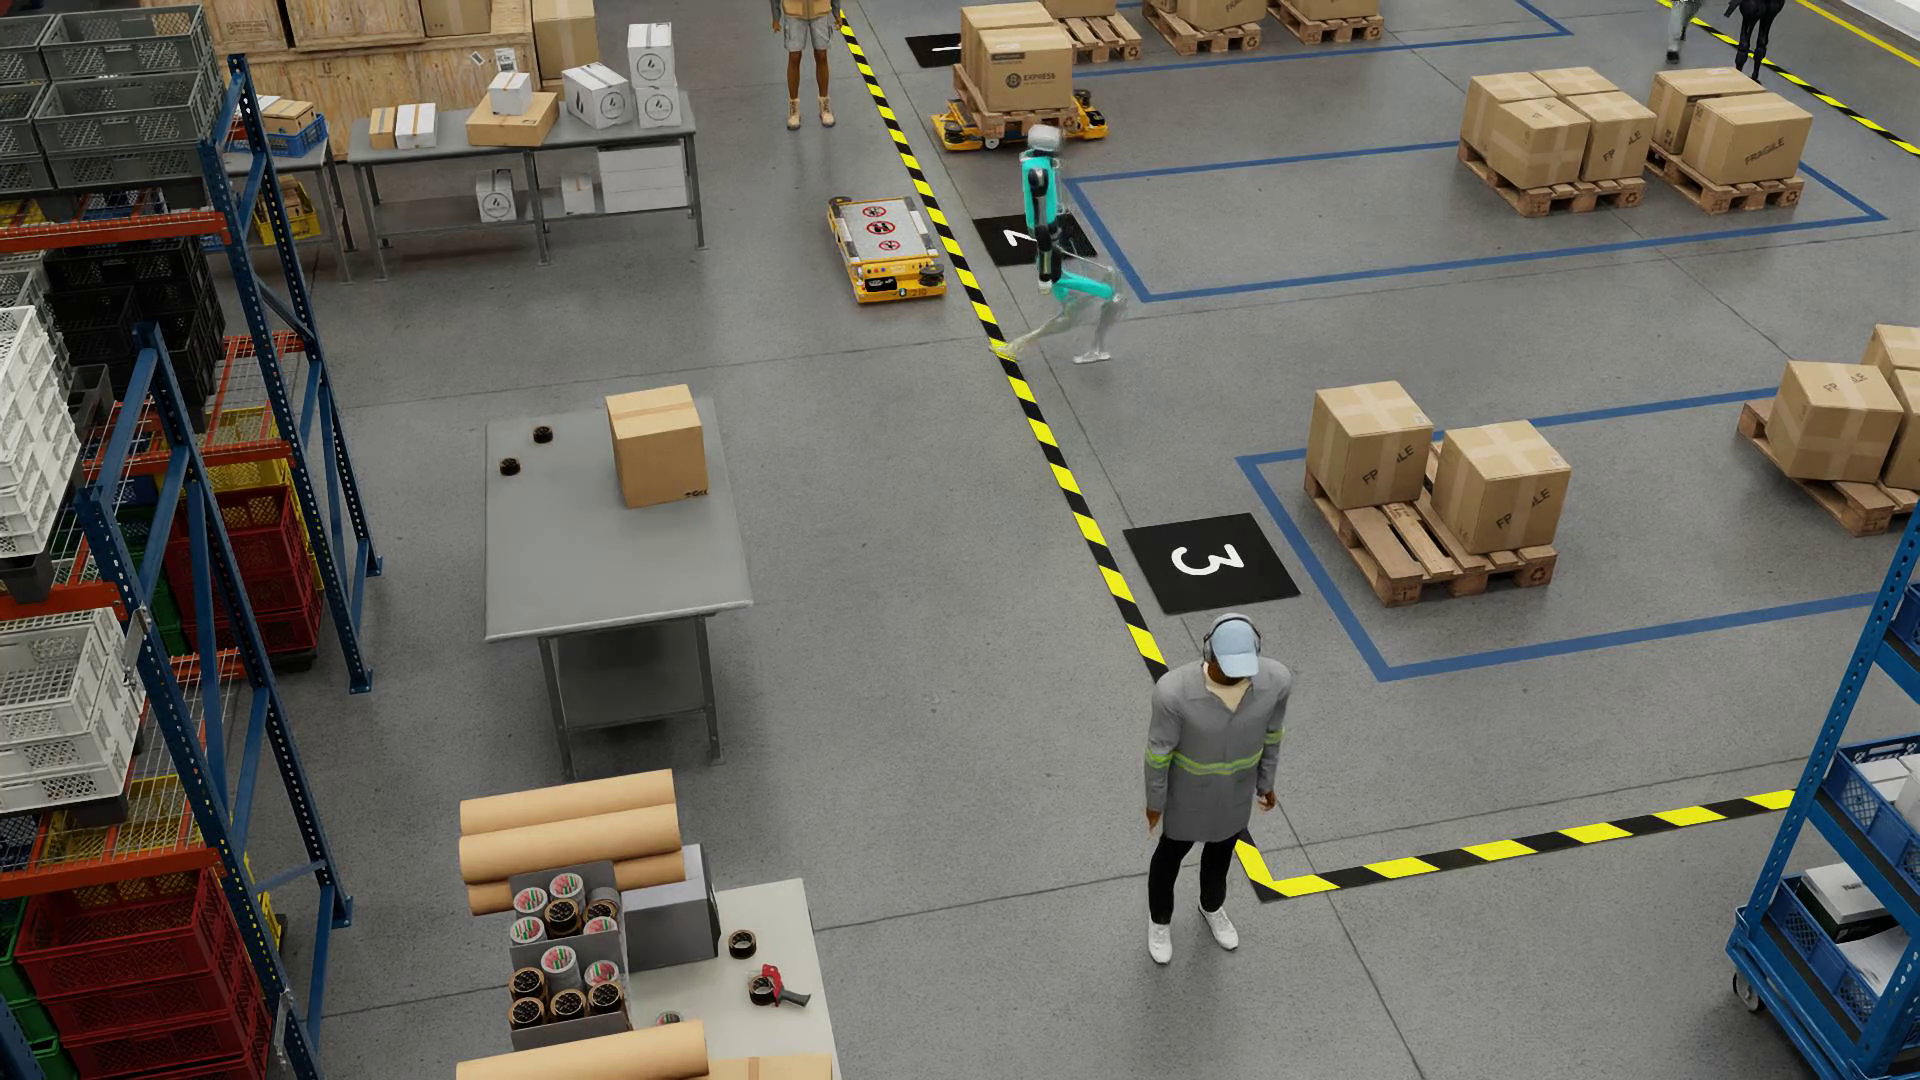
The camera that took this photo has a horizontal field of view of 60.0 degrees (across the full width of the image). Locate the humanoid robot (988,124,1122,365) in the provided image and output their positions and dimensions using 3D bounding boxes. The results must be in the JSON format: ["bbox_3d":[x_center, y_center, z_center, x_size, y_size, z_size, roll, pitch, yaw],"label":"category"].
[{"bbox_3d":[0.712,-1.846,10.822,1.047,1.747,0.548,0,37,0],"label":"humanoid robot"}]

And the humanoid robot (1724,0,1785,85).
[{"bbox_3d":[7.197,-4.893,14.937,0.599,1.657,0.315,-15,39,-19],"label":"humanoid robot"}]

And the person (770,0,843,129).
[{"bbox_3d":[-1.297,-4.487,14.107,0.613,2.031,0.394,-6,37,-8],"label":"person"}]

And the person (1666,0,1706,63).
[{"bbox_3d":[6.948,-5.483,15.645,0.579,1.794,0.857,7,37,9],"label":"person"}]

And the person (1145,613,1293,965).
[{"bbox_3d":[1.044,1.028,6.845,0.590,1.851,0.400,-7,37,-10],"label":"person"}]

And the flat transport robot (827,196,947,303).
[{"bbox_3d":[-0.570,-2.220,12.538,0.659,0.231,1.431,-8,37,-10],"label":"flat transport robot"}]

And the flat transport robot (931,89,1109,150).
[{"bbox_3d":[0.516,-3.660,14.450,1.431,0.197,0.652,-8,37,-10],"label":"flat transport robot"}]
